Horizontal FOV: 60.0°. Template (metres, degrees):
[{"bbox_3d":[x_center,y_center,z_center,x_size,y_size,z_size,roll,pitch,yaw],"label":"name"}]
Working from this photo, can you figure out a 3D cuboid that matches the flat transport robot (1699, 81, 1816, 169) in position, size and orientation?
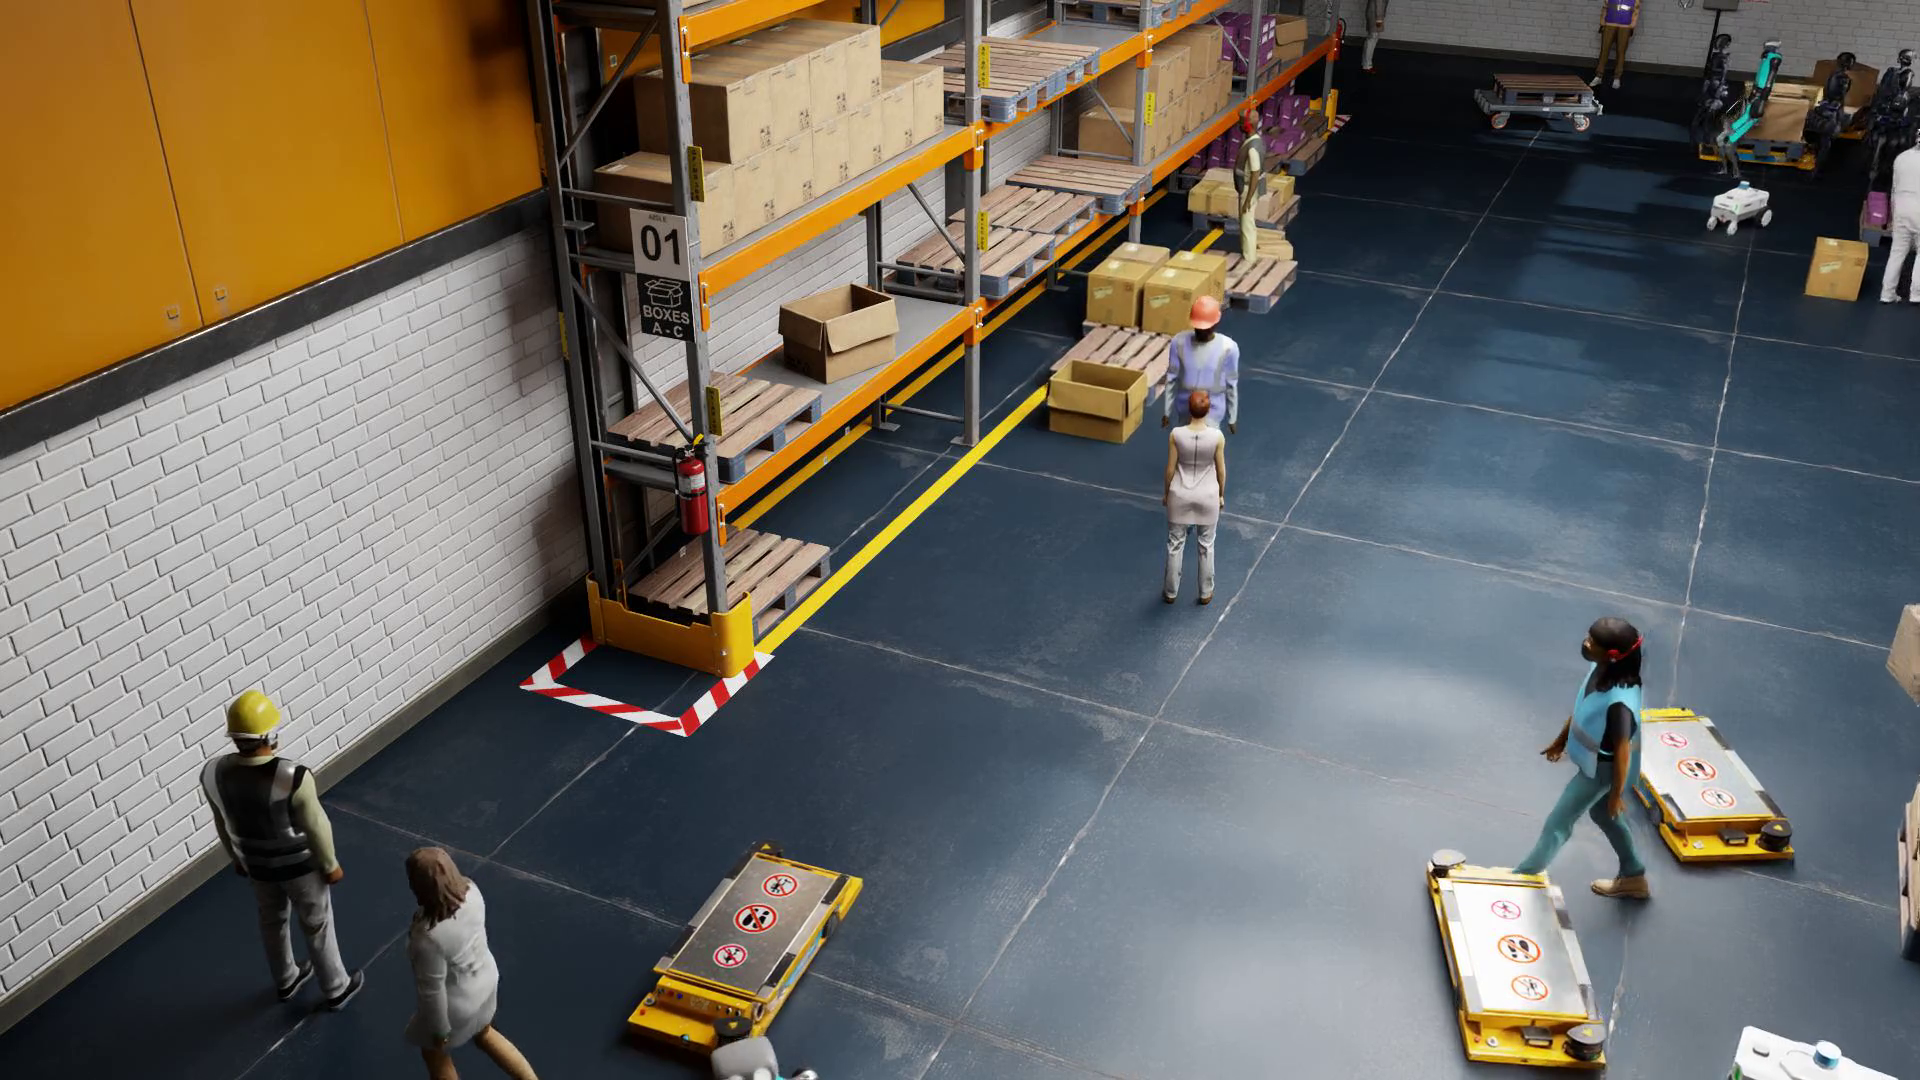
[{"bbox_3d":[10.745,-5.225,22.416,1.431,0.231,0.659,10,30,18],"label":"flat transport robot"}]

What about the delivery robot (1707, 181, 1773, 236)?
[{"bbox_3d":[9.275,-3.959,19.775,0.803,0.601,0.499,-19,34,-31],"label":"delivery robot"}]

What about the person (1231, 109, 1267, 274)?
[{"bbox_3d":[3.128,-3.747,18.022,0.387,1.838,0.563,2,28,4],"label":"person"}]

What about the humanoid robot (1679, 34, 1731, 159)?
[{"bbox_3d":[10.040,-5.913,22.215,0.409,1.653,0.603,2,28,4],"label":"humanoid robot"}]

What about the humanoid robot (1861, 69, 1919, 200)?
[{"bbox_3d":[11.607,-5.072,20.727,0.606,1.627,0.763,17,33,29],"label":"humanoid robot"}]

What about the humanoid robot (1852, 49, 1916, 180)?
[{"bbox_3d":[11.929,-5.480,21.410,0.396,1.651,0.609,-5,29,-10],"label":"humanoid robot"}]

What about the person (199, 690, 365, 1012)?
[{"bbox_3d":[-3.348,1.550,8.224,0.594,1.824,0.403,6,29,11],"label":"person"}]

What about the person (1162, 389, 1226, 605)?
[{"bbox_3d":[1.662,-0.301,11.818,0.439,1.661,0.285,3,28,6],"label":"person"}]

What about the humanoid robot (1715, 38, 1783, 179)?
[{"bbox_3d":[10.094,-5.578,21.518,0.710,1.788,0.530,5,29,10],"label":"humanoid robot"}]

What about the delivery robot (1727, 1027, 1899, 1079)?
[{"bbox_3d":[3.938,2.566,7.660,0.787,0.587,0.499,16,32,27],"label":"delivery robot"}]

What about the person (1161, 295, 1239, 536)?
[{"bbox_3d":[1.897,-1.054,12.978,0.575,1.901,0.897,13,31,22],"label":"person"}]

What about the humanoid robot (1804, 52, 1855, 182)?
[{"bbox_3d":[11.127,-5.406,21.267,0.338,1.639,0.589,2,28,3],"label":"humanoid robot"}]

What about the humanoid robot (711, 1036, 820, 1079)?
[{"bbox_3d":[-0.838,2.544,6.519,0.551,1.836,0.744,-13,31,-23],"label":"humanoid robot"}]

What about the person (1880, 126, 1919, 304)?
[{"bbox_3d":[9.972,-3.392,17.340,0.587,1.861,0.720,-15,32,-26],"label":"person"}]

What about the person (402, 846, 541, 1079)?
[{"bbox_3d":[-2.218,2.048,7.471,0.671,1.631,0.499,10,30,17],"label":"person"}]

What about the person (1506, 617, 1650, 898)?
[{"bbox_3d":[3.380,1.205,8.880,1.007,1.812,0.522,4,29,8],"label":"person"}]

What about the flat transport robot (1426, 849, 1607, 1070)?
[{"bbox_3d":[2.885,2.168,8.709,0.659,0.231,1.431,3,28,5],"label":"flat transport robot"}]

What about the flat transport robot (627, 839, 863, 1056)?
[{"bbox_3d":[-1.101,2.133,8.772,0.659,0.231,1.431,10,30,19],"label":"flat transport robot"}]

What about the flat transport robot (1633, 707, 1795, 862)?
[{"bbox_3d":[4.398,1.429,10.078,0.659,0.231,1.431,-1,28,-3],"label":"flat transport robot"}]

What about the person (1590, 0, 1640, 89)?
[{"bbox_3d":[10.238,-8.033,25.872,0.543,1.929,0.415,16,32,28],"label":"person"}]

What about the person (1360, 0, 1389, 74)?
[{"bbox_3d":[6.719,-8.463,26.791,0.371,1.825,0.515,2,28,4],"label":"person"}]

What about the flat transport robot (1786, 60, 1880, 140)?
[{"bbox_3d":[12.271,-5.993,23.840,1.431,0.231,0.659,22,35,35],"label":"flat transport robot"}]
